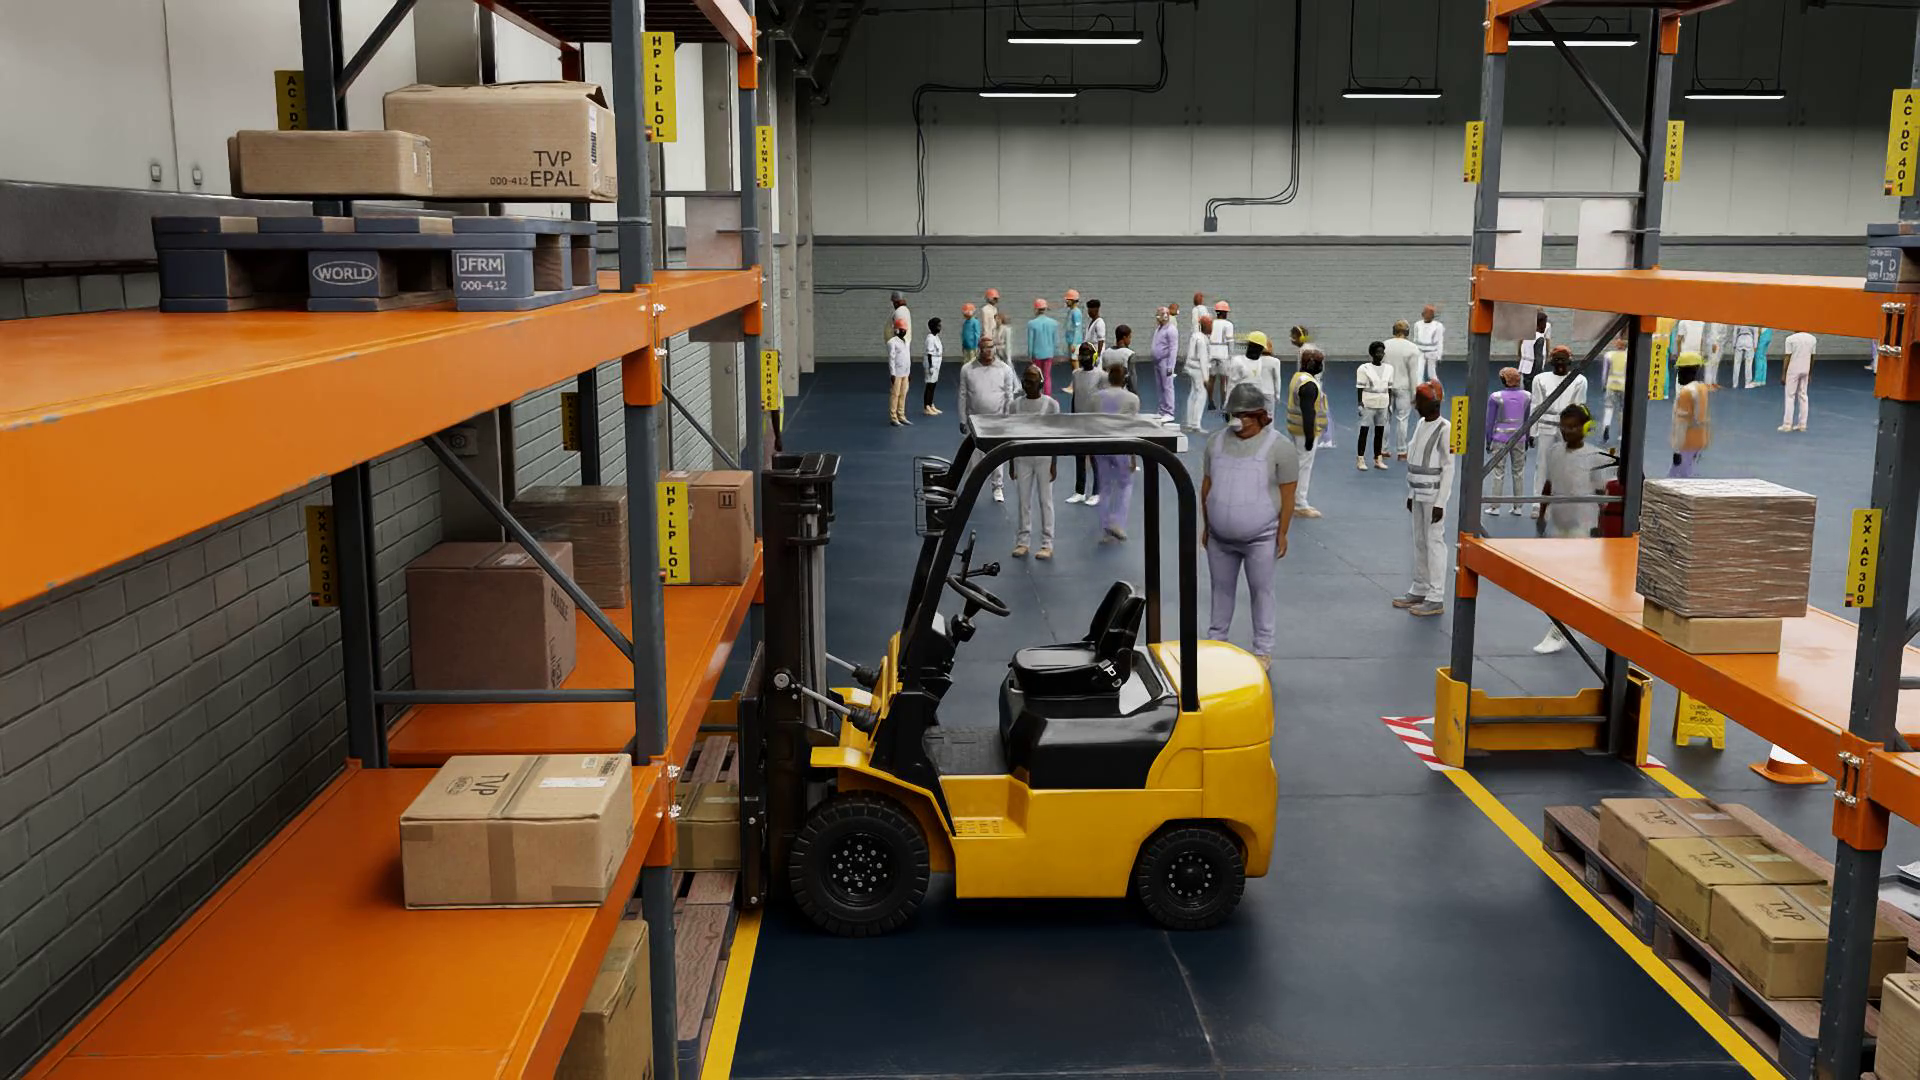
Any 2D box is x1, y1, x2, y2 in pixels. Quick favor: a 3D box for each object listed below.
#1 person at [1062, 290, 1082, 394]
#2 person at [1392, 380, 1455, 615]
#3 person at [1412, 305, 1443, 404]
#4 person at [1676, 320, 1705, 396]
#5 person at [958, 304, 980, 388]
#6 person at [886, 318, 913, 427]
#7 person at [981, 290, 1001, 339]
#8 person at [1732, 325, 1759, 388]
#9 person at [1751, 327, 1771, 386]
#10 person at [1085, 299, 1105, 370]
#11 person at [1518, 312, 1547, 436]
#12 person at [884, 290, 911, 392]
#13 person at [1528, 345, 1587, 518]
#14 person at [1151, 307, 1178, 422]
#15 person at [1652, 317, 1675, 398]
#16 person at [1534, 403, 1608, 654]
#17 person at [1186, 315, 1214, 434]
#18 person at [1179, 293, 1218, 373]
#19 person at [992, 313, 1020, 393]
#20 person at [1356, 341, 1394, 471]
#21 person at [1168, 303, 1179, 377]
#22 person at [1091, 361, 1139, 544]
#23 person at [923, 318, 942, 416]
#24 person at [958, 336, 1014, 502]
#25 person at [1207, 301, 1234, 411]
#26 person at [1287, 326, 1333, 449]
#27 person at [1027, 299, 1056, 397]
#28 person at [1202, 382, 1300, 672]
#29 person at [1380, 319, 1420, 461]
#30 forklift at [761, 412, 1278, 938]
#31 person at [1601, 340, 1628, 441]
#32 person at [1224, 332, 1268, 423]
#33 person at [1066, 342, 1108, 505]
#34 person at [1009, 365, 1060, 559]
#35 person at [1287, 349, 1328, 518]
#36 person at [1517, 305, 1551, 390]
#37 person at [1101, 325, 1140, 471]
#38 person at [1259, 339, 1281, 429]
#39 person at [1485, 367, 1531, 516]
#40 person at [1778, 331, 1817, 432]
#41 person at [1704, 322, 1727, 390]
[{"bbox_3d":[2.219,-3.913,32.855,0.372,2.044,0.607,-1,10,-5],"label":"person"},{"bbox_3d":[3.765,-0.343,13.399,0.354,1.887,0.573,-2,10,-9],"label":"person"},{"bbox_3d":[8.692,-3.445,30.846,0.620,1.842,0.877,7,13,36],"label":"person"},{"bbox_3d":[13.632,-3.489,31.047,0.515,1.842,0.327,-2,10,-10],"label":"person"},{"bbox_3d":[0.189,-3.926,33.854,0.365,1.741,0.625,-7,12,-33],"label":"person"},{"bbox_3d":[-0.962,-2.725,27.035,0.327,1.752,0.561,6,12,29],"label":"person"},{"bbox_3d":[0.636,-4.247,34.916,0.414,1.976,0.682,4,11,20],"label":"person"},{"bbox_3d":[16.124,-3.994,34.139,0.487,1.744,0.297,9,14,41],"label":"person"},{"bbox_3d":[16.630,-4.108,34.536,0.361,1.834,0.519,10,14,43],"label":"person"},{"bbox_3d":[2.422,-3.353,29.967,0.367,1.959,0.605,-2,10,-13],"label":"person"},{"bbox_3d":[8.827,-2.549,25.632,0.397,1.911,0.588,0,10,0],"label":"person"},{"bbox_3d":[-1.243,-3.950,33.064,0.535,2.000,0.684,1,10,8],"label":"person"},{"bbox_3d":[6.437,-1.156,17.947,0.598,1.883,0.344,3,11,17],"label":"person"},{"bbox_3d":[3.378,-2.919,27.698,0.400,1.907,0.644,-3,11,-15],"label":"person"},{"bbox_3d":[13.350,-3.649,31.794,0.602,1.905,0.410,-1,10,-7],"label":"person"},{"bbox_3d":[4.509,-0.105,12.205,0.740,1.836,0.525,-7,12,-34],"label":"person"},{"bbox_3d":[3.734,-2.579,25.962,0.379,1.860,0.757,0,10,2],"label":"person"},{"bbox_3d":[5.447,-4.676,37.684,0.981,1.843,0.587,9,14,41],"label":"person"},{"bbox_3d":[0.859,-3.665,32.727,0.854,1.601,0.526,-10,14,-43],"label":"person"},{"bbox_3d":[5.431,-1.755,21.789,0.535,1.700,0.318,-3,11,-16],"label":"person"},{"bbox_3d":[4.707,-4.436,36.934,0.279,1.627,0.498,2,10,11],"label":"person"},{"bbox_3d":[1.529,-0.861,16.496,0.509,1.817,0.449,4,11,23],"label":"person"},{"bbox_3d":[-0.471,-2.994,28.723,0.322,1.691,0.533,2,10,12],"label":"person"},{"bbox_3d":[0.292,-1.391,19.170,0.647,1.913,0.409,1,10,4],"label":"person"},{"bbox_3d":[4.618,-3.270,29.572,0.550,1.932,0.370,7,13,35],"label":"person"},{"bbox_3d":[4.986,-2.184,23.961,0.892,1.807,0.576,2,10,13],"label":"person"},{"bbox_3d":[1.438,-3.304,29.660,0.624,1.976,0.539,-5,11,-24],"label":"person"},{"bbox_3d":[1.969,-0.091,11.569,0.683,2.000,0.536,6,12,31],"label":"person"},{"bbox_3d":[5.990,-2.049,22.780,0.626,1.934,0.376,9,14,42],"label":"person"},{"bbox_3d":[0.291,0.548,7.580,2.313,2.155,1.214,0,10,-2],"label":"forklift"},{"bbox_3d":[9.823,-2.259,24.812,0.523,1.619,0.613,6,12,30],"label":"person"},{"bbox_3d":[3.574,-1.641,20.663,0.590,1.875,0.620,9,13,40],"label":"person"},{"bbox_3d":[1.445,-1.324,18.956,0.511,1.862,0.329,9,14,41],"label":"person"},{"bbox_3d":[0.695,-0.732,15.726,0.501,1.839,0.342,4,11,21],"label":"person"},{"bbox_3d":[3.785,-1.164,18.125,0.429,1.838,0.623,0,10,2],"label":"person"},{"bbox_3d":[10.479,-3.369,30.419,0.564,1.833,0.411,6,12,29],"label":"person"},{"bbox_3d":[2.081,-1.847,21.708,0.392,1.914,0.588,-8,13,-39],"label":"person"},{"bbox_3d":[4.306,-2.051,23.622,0.499,1.633,0.285,4,11,22],"label":"person"},{"bbox_3d":[5.987,-1.069,18.164,0.514,1.634,0.313,-1,10,-4],"label":"person"},{"bbox_3d":[13.158,-2.600,26.128,0.501,1.839,0.341,-2,10,-10],"label":"person"},{"bbox_3d":[15.322,-4.007,33.651,0.405,1.945,0.615,7,12,34],"label":"person"}]
